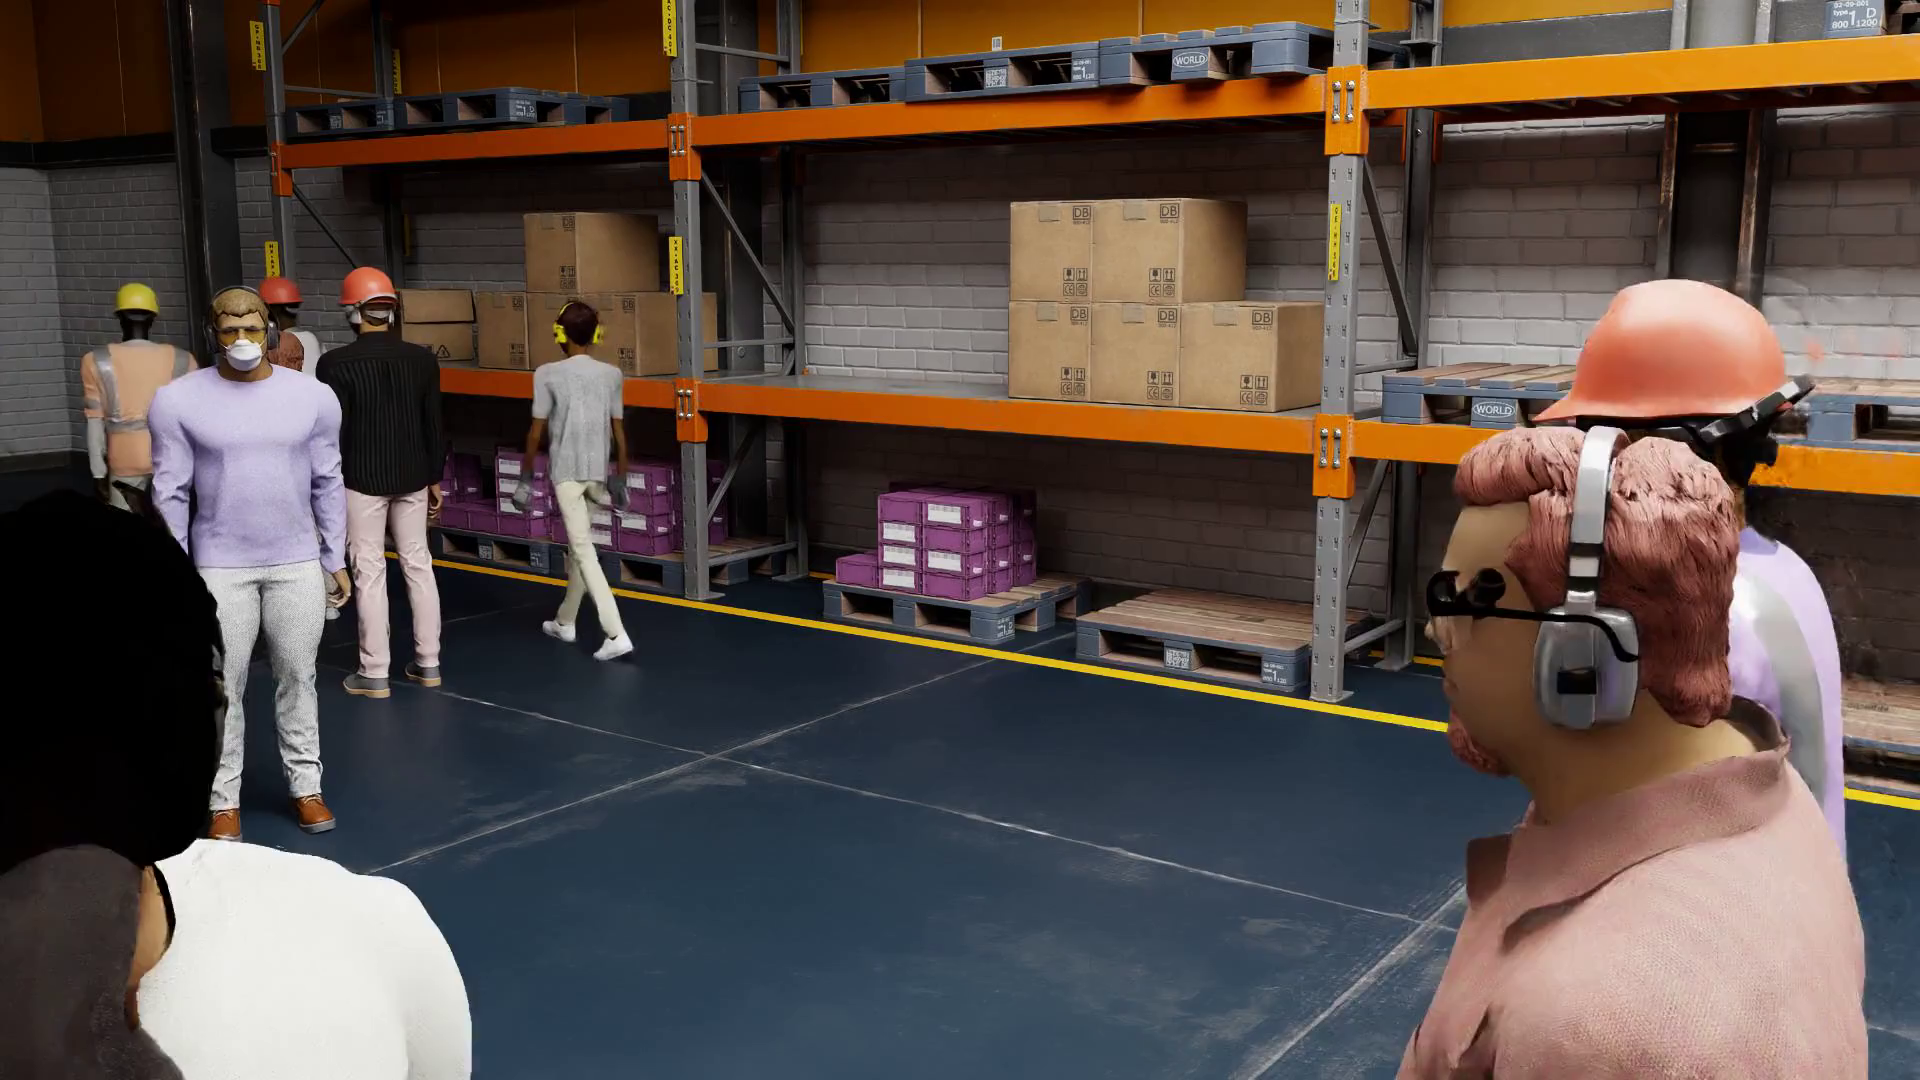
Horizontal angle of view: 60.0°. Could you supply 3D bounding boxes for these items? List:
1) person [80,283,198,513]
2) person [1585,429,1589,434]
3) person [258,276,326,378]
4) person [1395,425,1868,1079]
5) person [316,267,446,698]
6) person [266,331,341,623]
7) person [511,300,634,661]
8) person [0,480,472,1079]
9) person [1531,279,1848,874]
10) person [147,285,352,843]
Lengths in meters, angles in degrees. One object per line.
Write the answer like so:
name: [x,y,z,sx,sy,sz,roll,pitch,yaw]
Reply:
person: [-4.394,-0.426,8.981,0.580,1.905,0.467,-7,12,-35]
person: [1.258,0.552,3.301,0.855,1.848,0.574,3,10,18]
person: [-4.121,-0.653,10.252,0.374,1.935,0.566,1,10,7]
person: [0.507,0.840,1.479,0.504,1.889,0.680,5,11,26]
person: [-2.701,-0.266,7.763,0.393,1.991,0.625,8,13,41]
person: [-3.687,-0.331,9.205,0.523,1.638,0.310,-6,11,-33]
person: [-1.959,-0.309,8.545,0.964,1.830,0.535,9,13,43]
person: [-0.470,0.902,1.054,0.790,1.909,0.657,6,11,30]
person: [0.969,0.650,2.314,1.059,1.986,0.616,5,11,26]
person: [-2.448,0.092,5.791,0.635,1.937,0.354,-6,11,-32]
